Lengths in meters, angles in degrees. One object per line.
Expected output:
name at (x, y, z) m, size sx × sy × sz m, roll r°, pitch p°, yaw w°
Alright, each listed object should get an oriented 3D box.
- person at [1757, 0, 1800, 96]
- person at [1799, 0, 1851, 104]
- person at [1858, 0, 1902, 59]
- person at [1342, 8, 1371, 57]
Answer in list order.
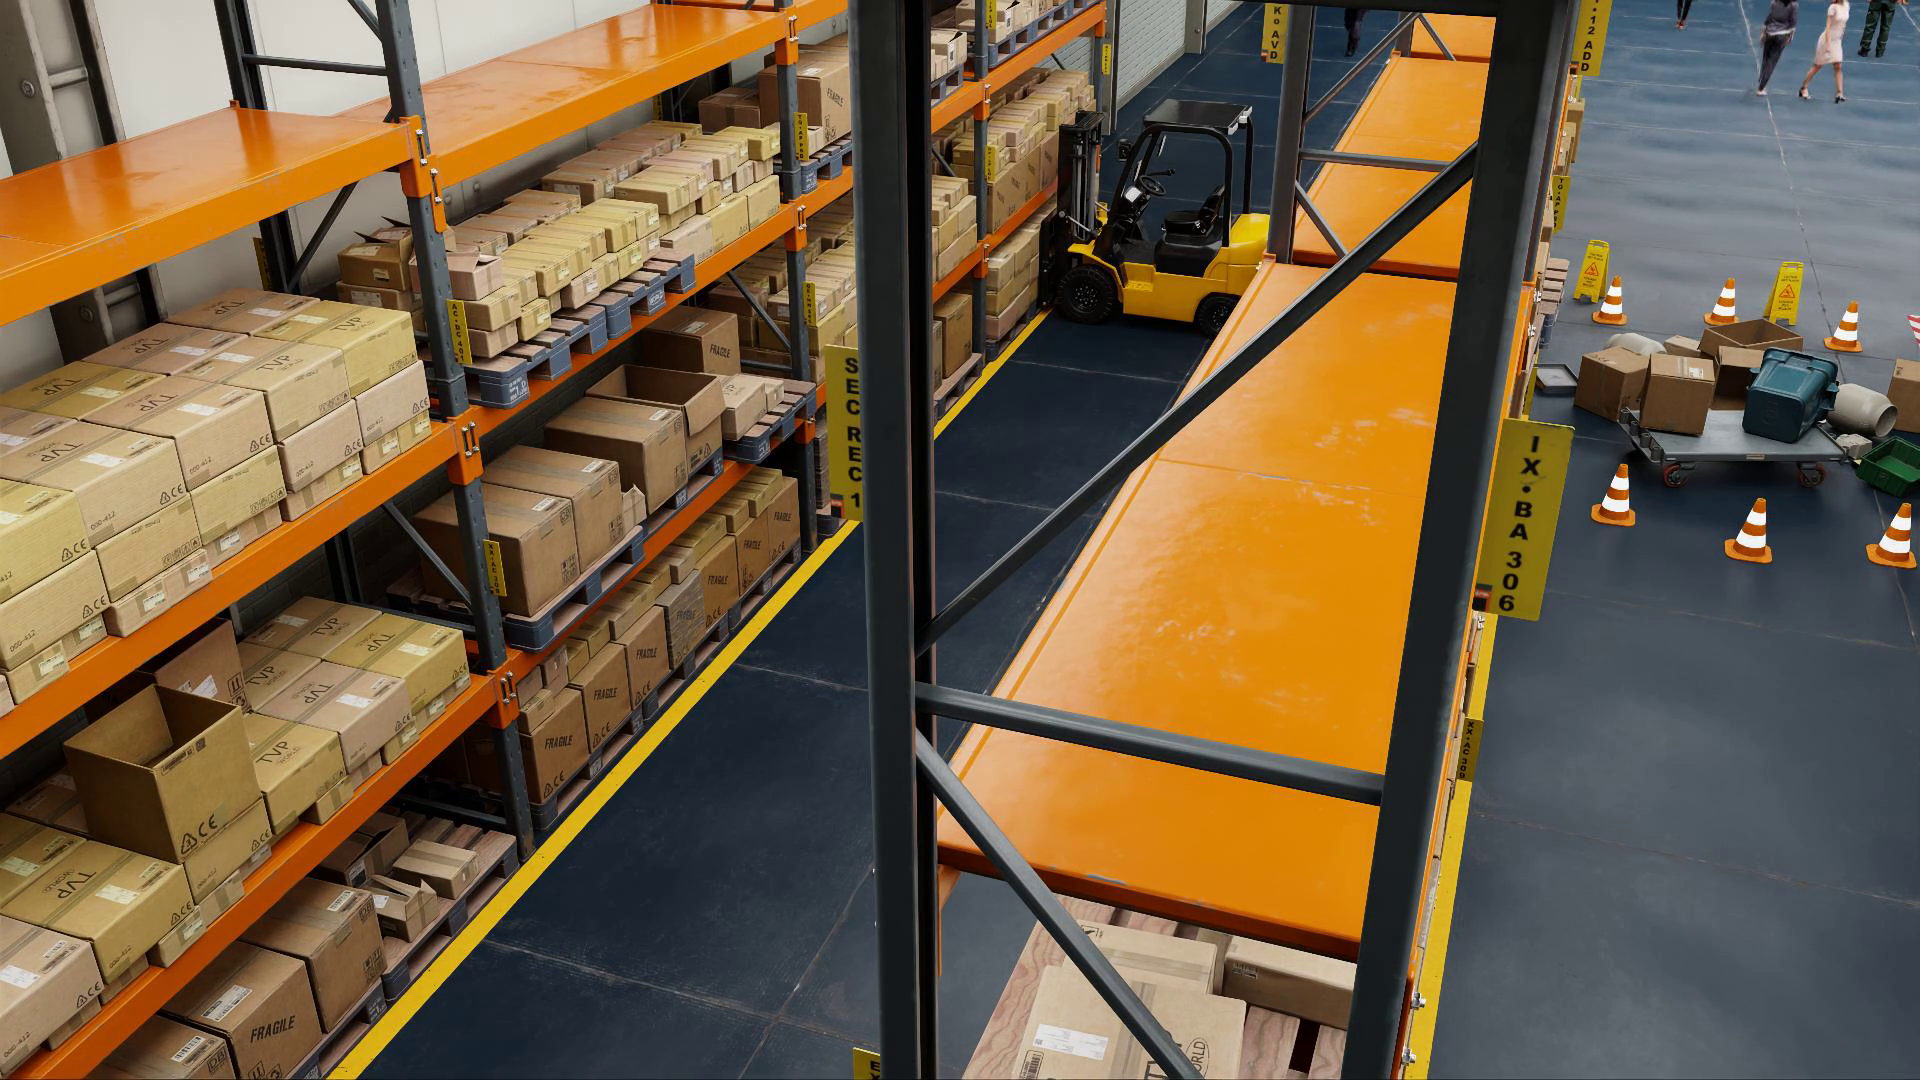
person at (12.746, -7.834, 26.025) m, size 0.785 × 1.741 × 0.911 m, roll 23°, pitch 36°, yaw 37°
person at (13.312, -7.636, 25.617) m, size 0.993 × 1.776 × 1.131 m, roll -9°, pitch 29°, yaw -17°
person at (15.918, -9.313, 28.632) m, size 0.669 × 1.902 × 0.572 m, roll 8°, pitch 29°, yaw 15°
person at (6.910, -9.386, 28.874) m, size 0.794 × 1.803 × 1.147 m, roll 13°, pitch 31°, yaw 23°
